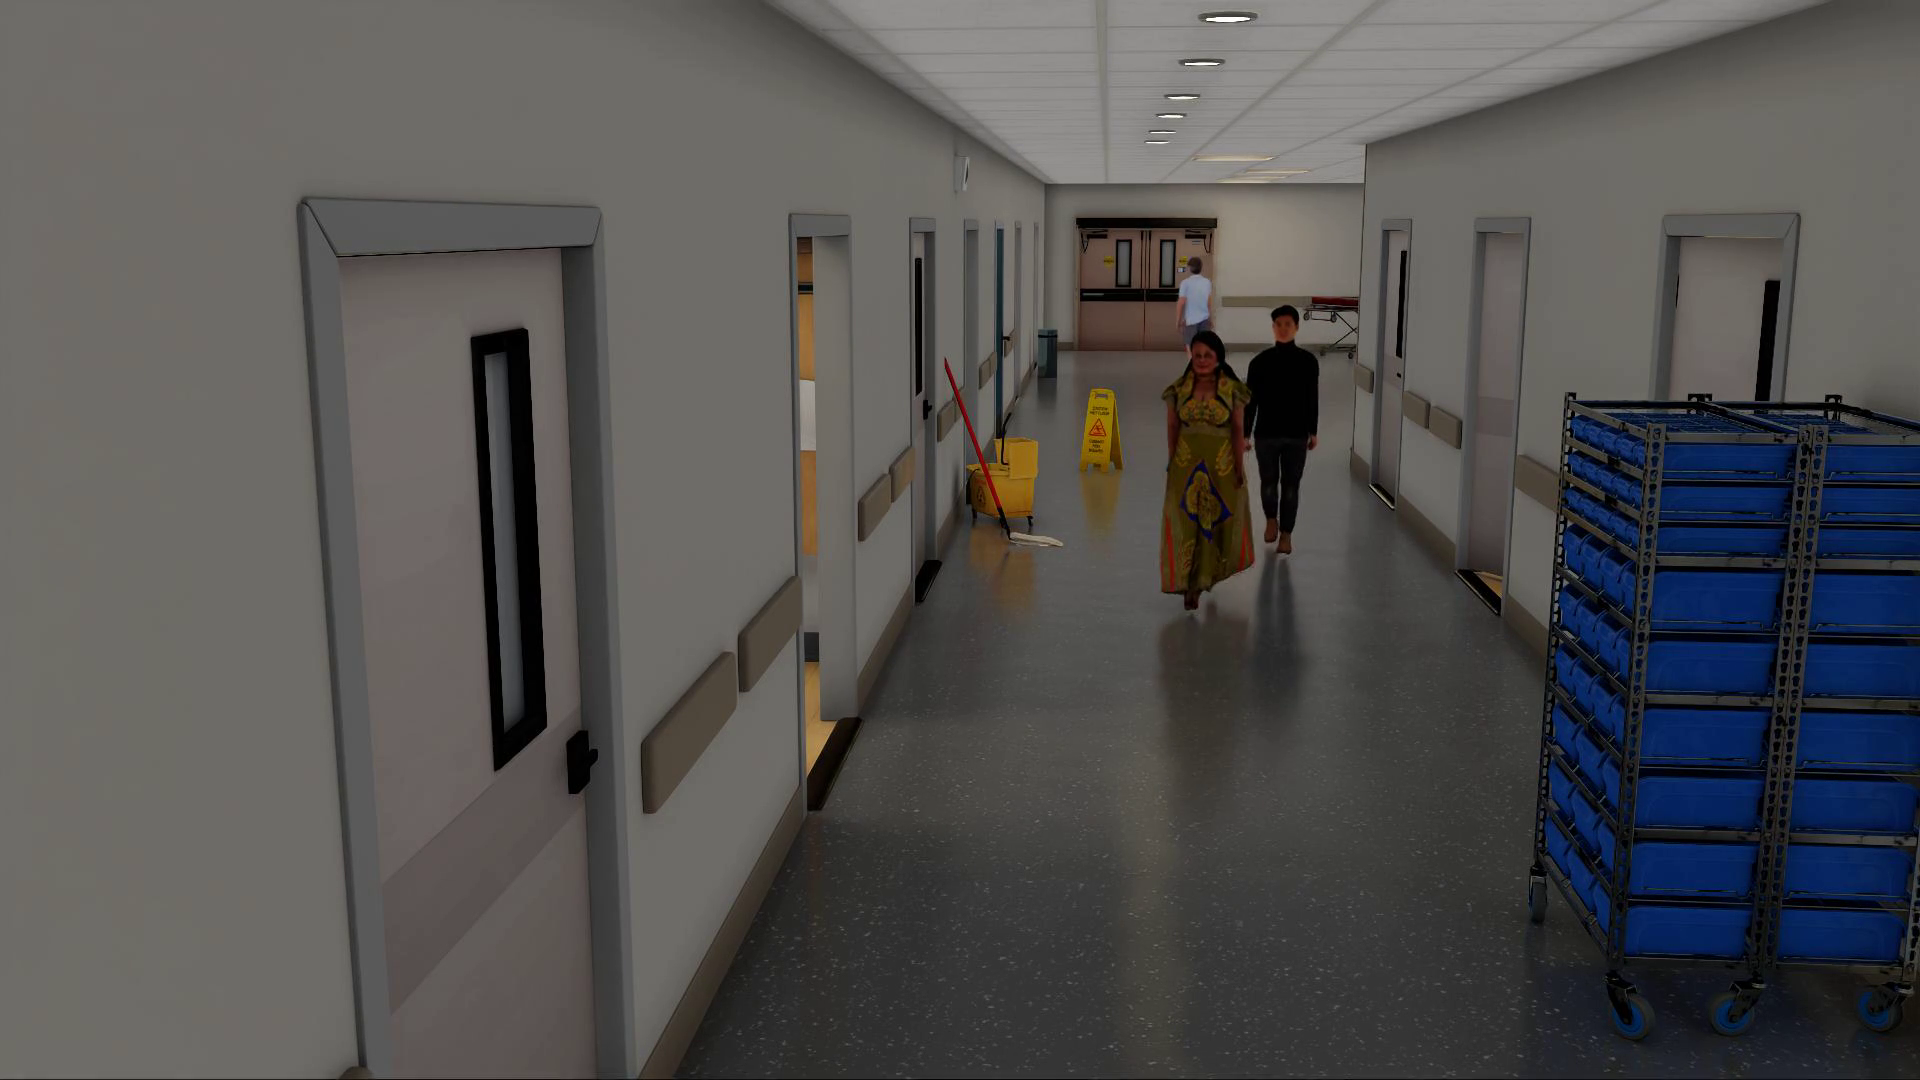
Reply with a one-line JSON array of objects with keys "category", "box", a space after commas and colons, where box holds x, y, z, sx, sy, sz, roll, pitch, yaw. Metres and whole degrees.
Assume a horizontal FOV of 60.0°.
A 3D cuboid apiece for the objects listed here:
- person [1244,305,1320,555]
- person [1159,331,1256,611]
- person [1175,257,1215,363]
[{"category": "person", "box": [2.254, -0.771, 11.678, 0.768, 1.693, 1.114, 3, 11, 13]}, {"category": "person", "box": [1.500, -0.427, 10.037, 0.791, 1.628, 1.278, 1, 11, 7]}, {"category": "person", "box": [3.312, -3.006, 23.122, 0.798, 1.816, 0.838, -3, 11, -16]}]
